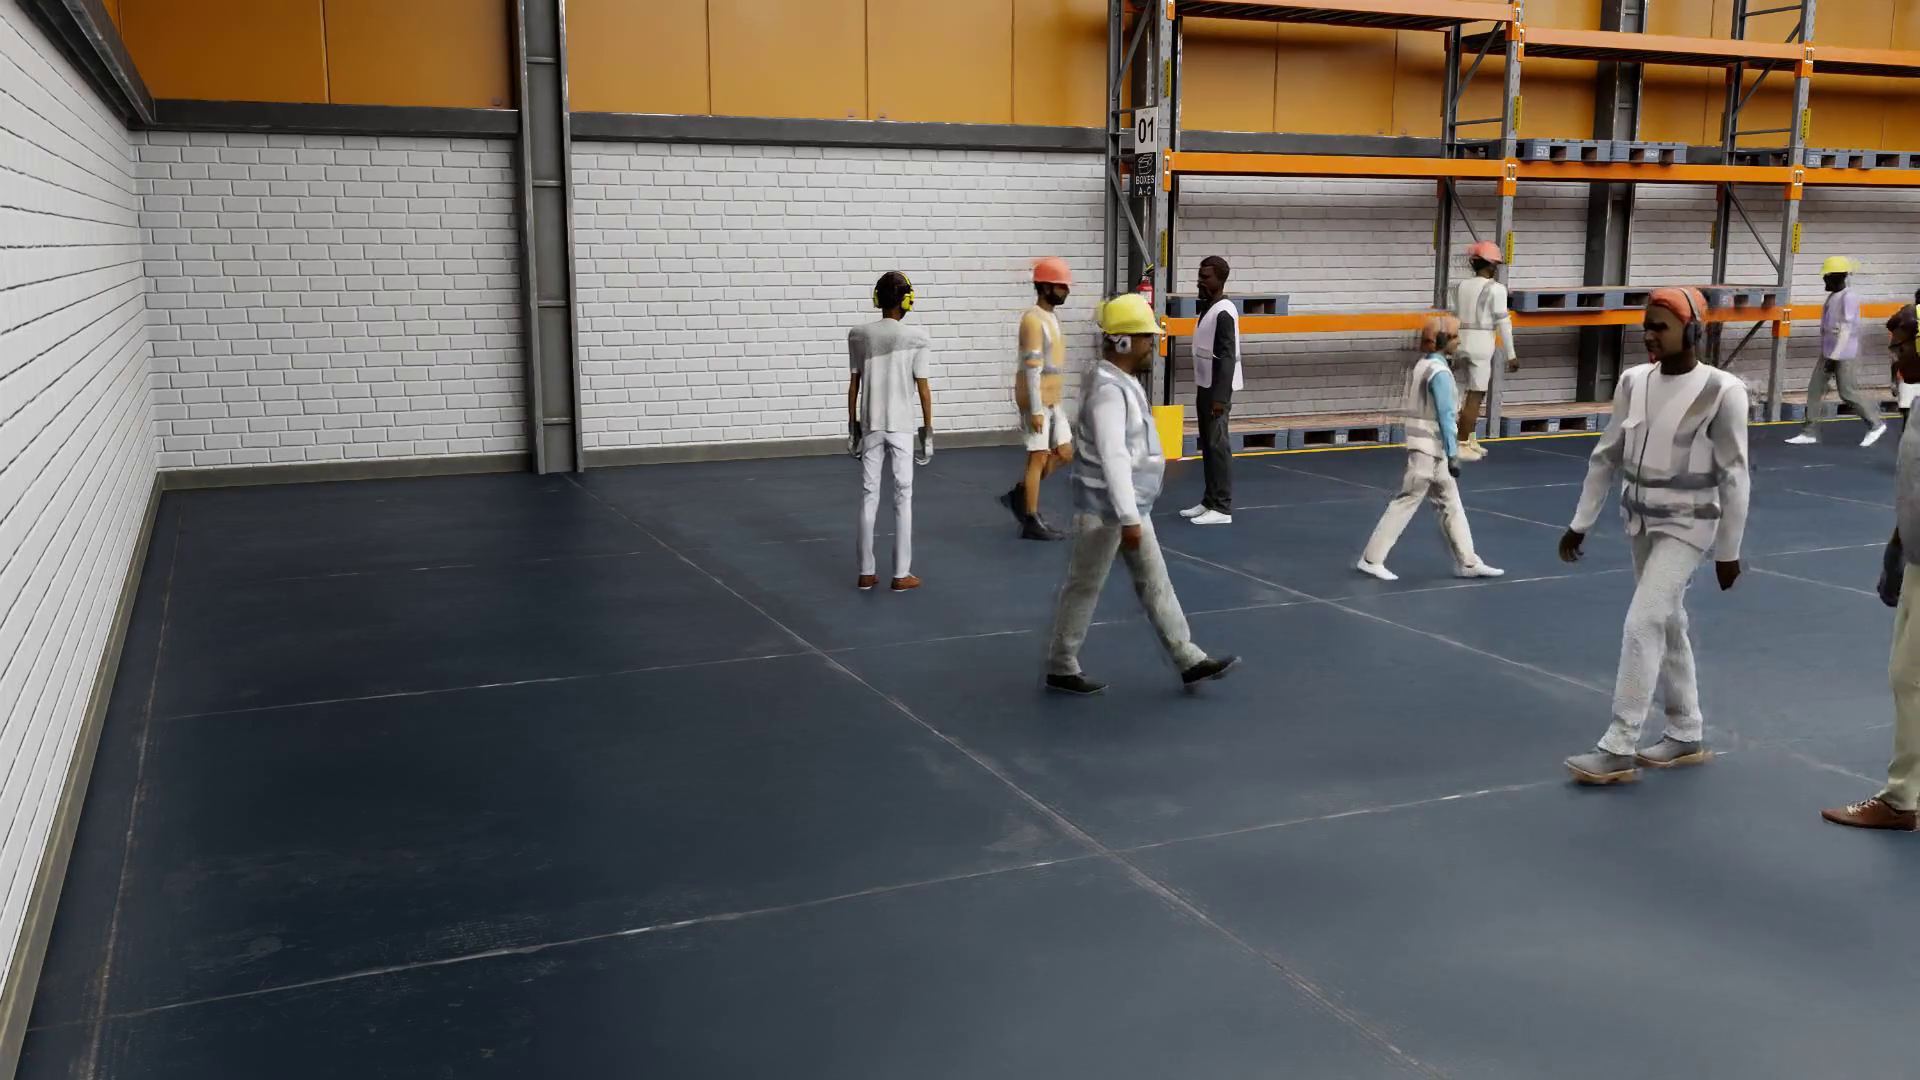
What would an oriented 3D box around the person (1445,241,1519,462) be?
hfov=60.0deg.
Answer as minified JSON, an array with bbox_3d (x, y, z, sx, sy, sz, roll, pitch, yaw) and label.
[{"bbox_3d":[4.833,-1.732,15.376,0.700,2.016,0.623,-4,11,-23],"label":"person"}]

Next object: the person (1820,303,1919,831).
[{"bbox_3d":[3.417,0.097,5.716,0.700,1.838,0.601,1,10,8],"label":"person"}]

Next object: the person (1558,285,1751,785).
[{"bbox_3d":[2.550,-0.013,6.246,0.834,1.850,0.579,-3,11,-16],"label":"person"}]

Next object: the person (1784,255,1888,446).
[{"bbox_3d":[8.769,-1.867,16.487,0.862,1.895,0.584,0,10,2],"label":"person"}]

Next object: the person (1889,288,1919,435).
[{"bbox_3d":[8.420,-1.397,14.539,0.537,1.650,0.903,4,11,21],"label":"person"}]

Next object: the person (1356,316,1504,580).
[{"bbox_3d":[2.797,-0.532,9.874,0.877,1.591,0.535,1,10,7],"label":"person"}]

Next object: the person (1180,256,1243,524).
[{"bbox_3d":[1.834,-1.078,11.997,0.379,1.919,0.597,-1,10,-5],"label":"person"}]

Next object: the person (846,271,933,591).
[{"bbox_3d":[-0.409,-0.623,9.659,0.531,1.855,0.345,2,10,13],"label":"person"}]

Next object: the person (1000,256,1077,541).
[{"bbox_3d":[0.544,-0.943,11.239,0.492,1.925,0.547,4,11,24],"label":"person"}]

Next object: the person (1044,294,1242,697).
[{"bbox_3d":[0.789,-0.169,7.296,0.897,1.786,0.621,3,10,14],"label":"person"}]
